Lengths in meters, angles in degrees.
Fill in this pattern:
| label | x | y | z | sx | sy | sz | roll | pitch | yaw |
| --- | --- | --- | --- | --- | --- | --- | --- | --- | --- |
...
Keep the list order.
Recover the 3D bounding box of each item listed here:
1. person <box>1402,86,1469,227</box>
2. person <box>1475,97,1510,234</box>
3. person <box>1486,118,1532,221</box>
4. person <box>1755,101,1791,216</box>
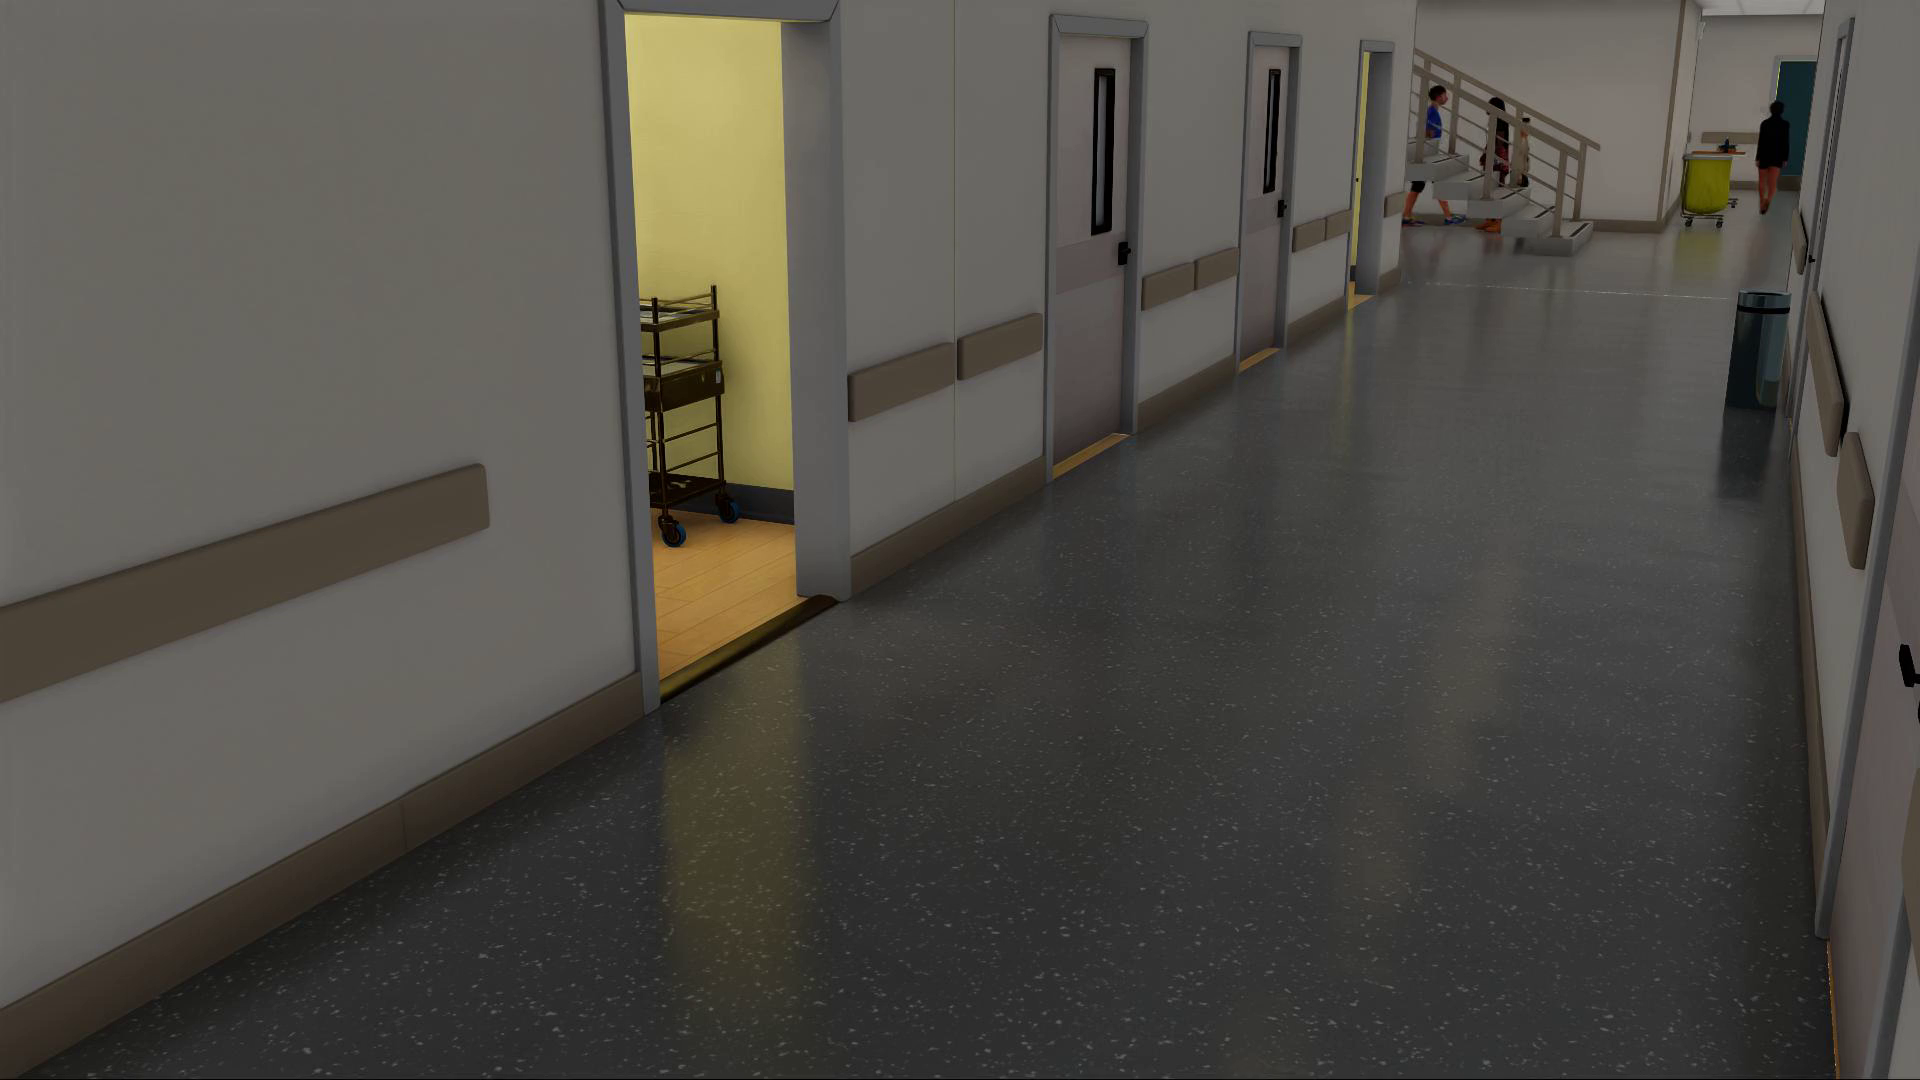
| label | x | y | z | sx | sy | sz | roll | pitch | yaw |
| --- | --- | --- | --- | --- | --- | --- | --- | --- | --- |
| person | 6.142 | -5.076 | 22.155 | 1.155 | 1.830 | 0.813 | 3 | 16 | 10 |
| person | 7.006 | -4.897 | 21.730 | 0.722 | 1.718 | 0.699 | 0 | 16 | 0 |
| person | 7.273 | -4.780 | 21.816 | 0.941 | 1.445 | 0.645 | 5 | 16 | 16 |
| person | 11.541 | -5.379 | 23.651 | 0.979 | 1.603 | 0.675 | 9 | 18 | 28 |
